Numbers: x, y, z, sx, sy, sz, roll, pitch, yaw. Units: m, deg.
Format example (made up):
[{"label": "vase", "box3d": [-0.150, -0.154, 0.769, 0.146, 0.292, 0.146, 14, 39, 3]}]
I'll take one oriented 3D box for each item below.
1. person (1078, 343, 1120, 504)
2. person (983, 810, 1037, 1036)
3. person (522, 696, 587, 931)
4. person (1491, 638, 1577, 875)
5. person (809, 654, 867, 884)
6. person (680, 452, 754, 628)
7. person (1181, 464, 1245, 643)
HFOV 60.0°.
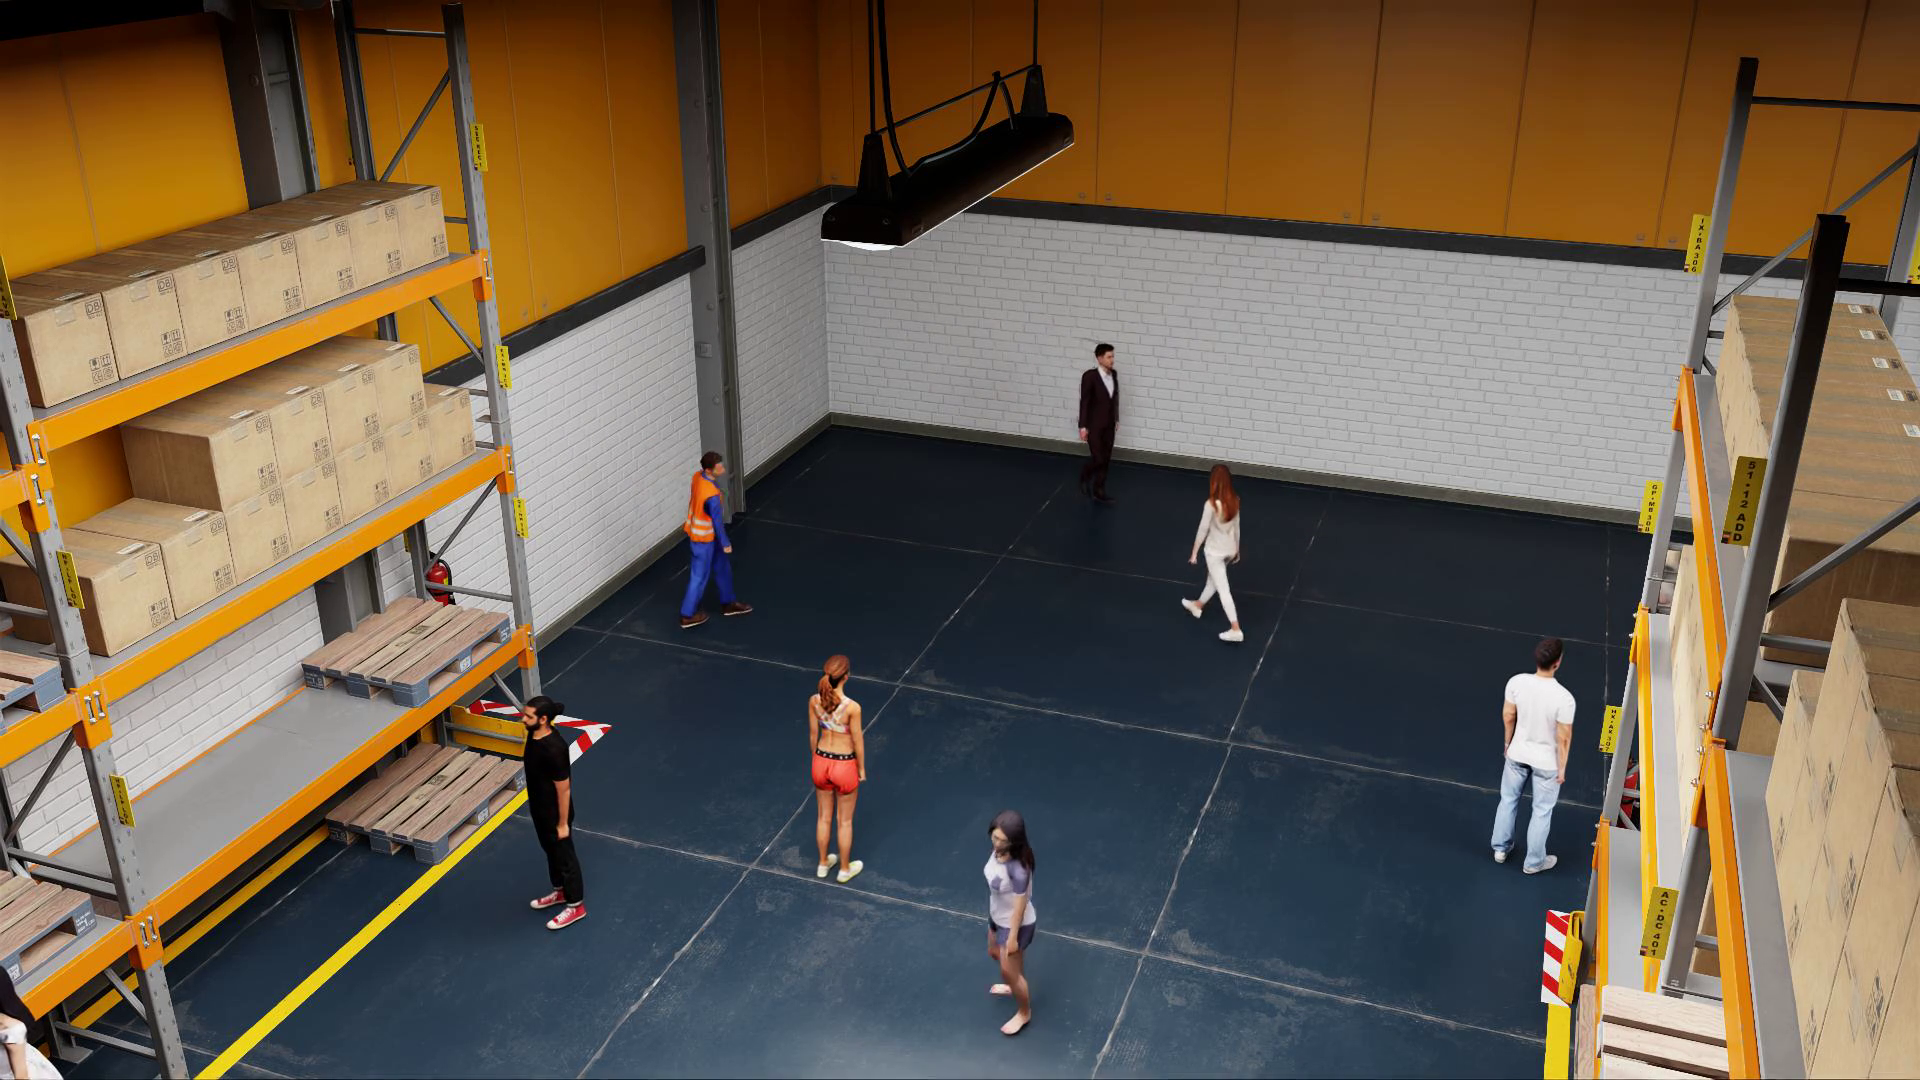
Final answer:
[{"label": "person", "box3d": [1.516, -1.318, 18.617, 0.828, 1.857, 0.911, -17, 29, -34]}, {"label": "person", "box3d": [0.348, 2.356, 10.437, 0.880, 1.676, 0.790, -2, 24, -5]}, {"label": "person", "box3d": [-2.812, 1.848, 11.498, 0.758, 1.758, 0.722, -15, 28, -30]}, {"label": "person", "box3d": [4.161, 1.552, 12.040, 0.753, 1.867, 0.723, 21, 31, 40]}, {"label": "person", "box3d": [-0.897, 1.648, 11.922, 0.560, 1.785, 0.512, 9, 25, 19]}, {"label": "person", "box3d": [-2.462, -0.006, 15.679, 1.097, 1.806, 1.063, -11, 26, -24]}, {"label": "person", "box3d": [2.477, 0.158, 15.480, 1.151, 1.665, 1.073, -17, 29, -34]}]
